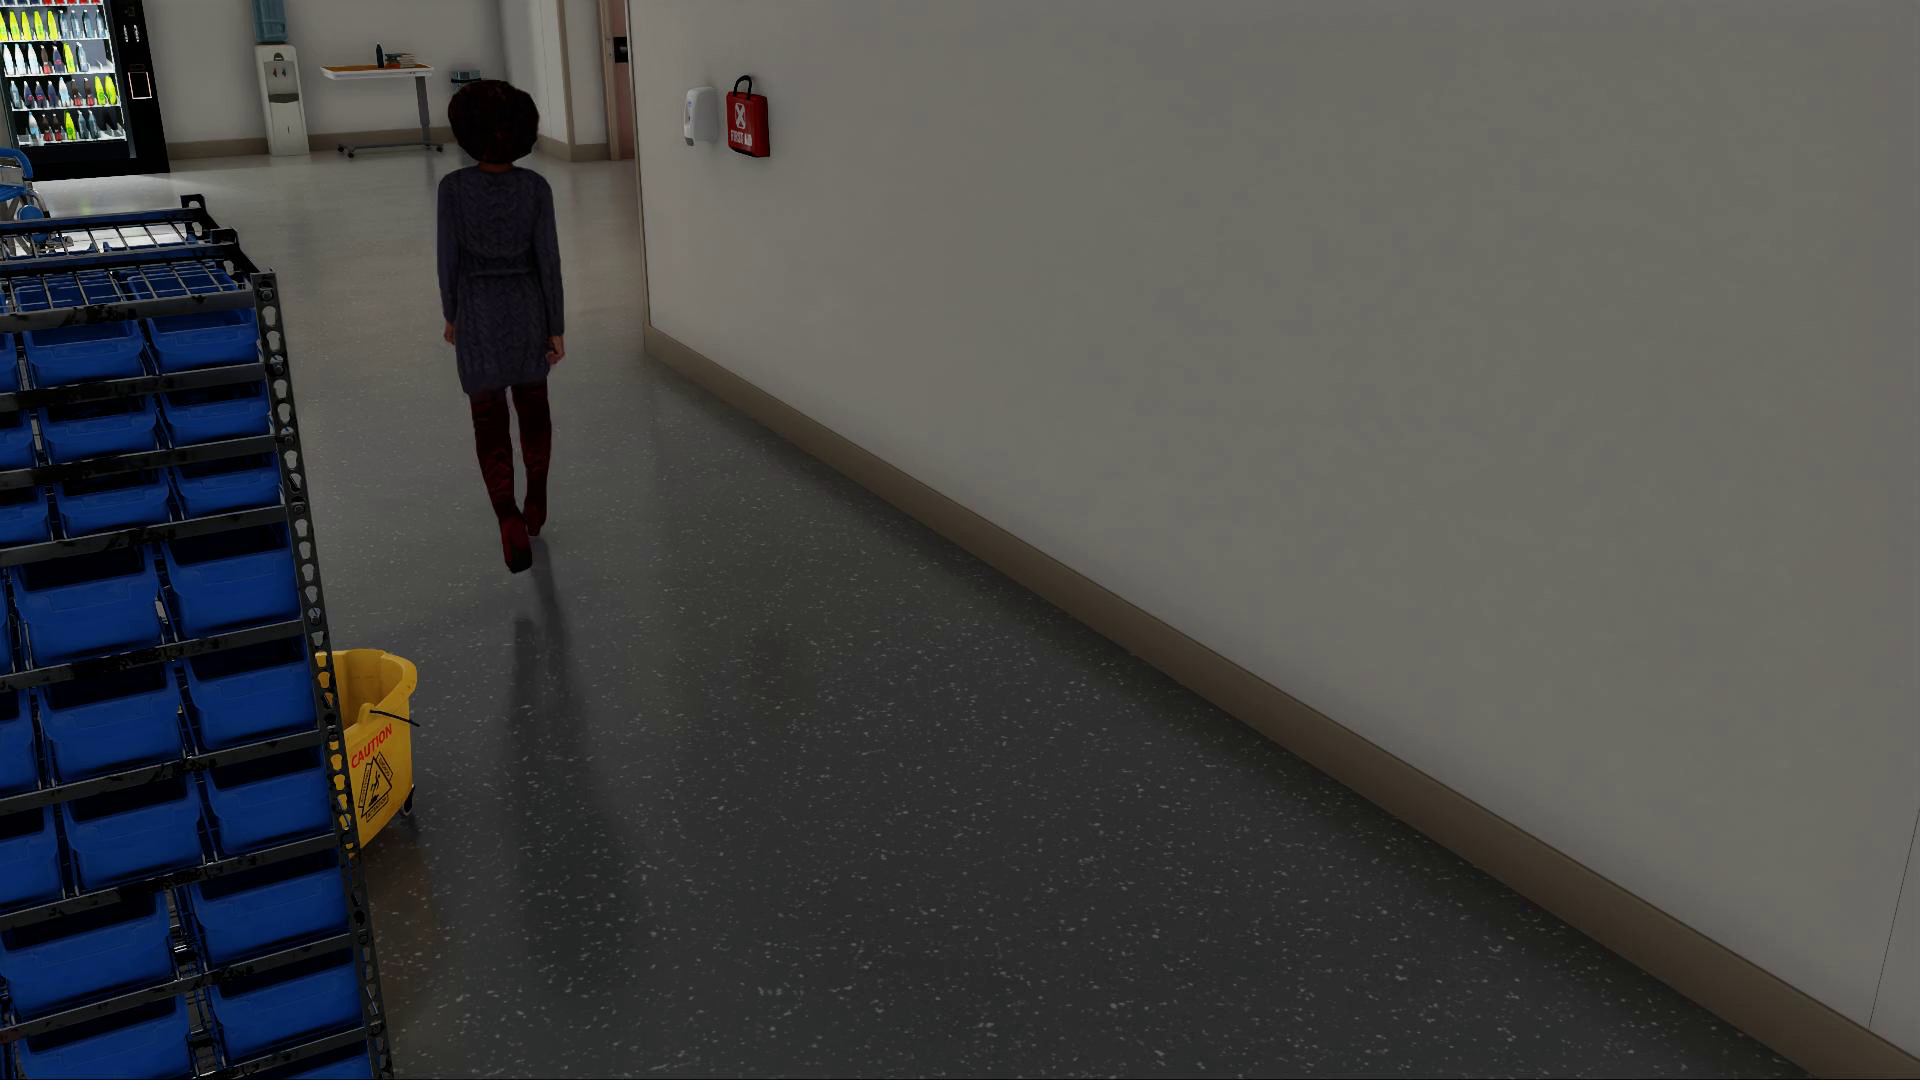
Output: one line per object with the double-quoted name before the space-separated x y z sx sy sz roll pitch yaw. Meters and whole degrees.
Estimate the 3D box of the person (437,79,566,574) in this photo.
"person" -1.586 -0.694 5.795 1.063 1.676 0.762 -7 22 -19
